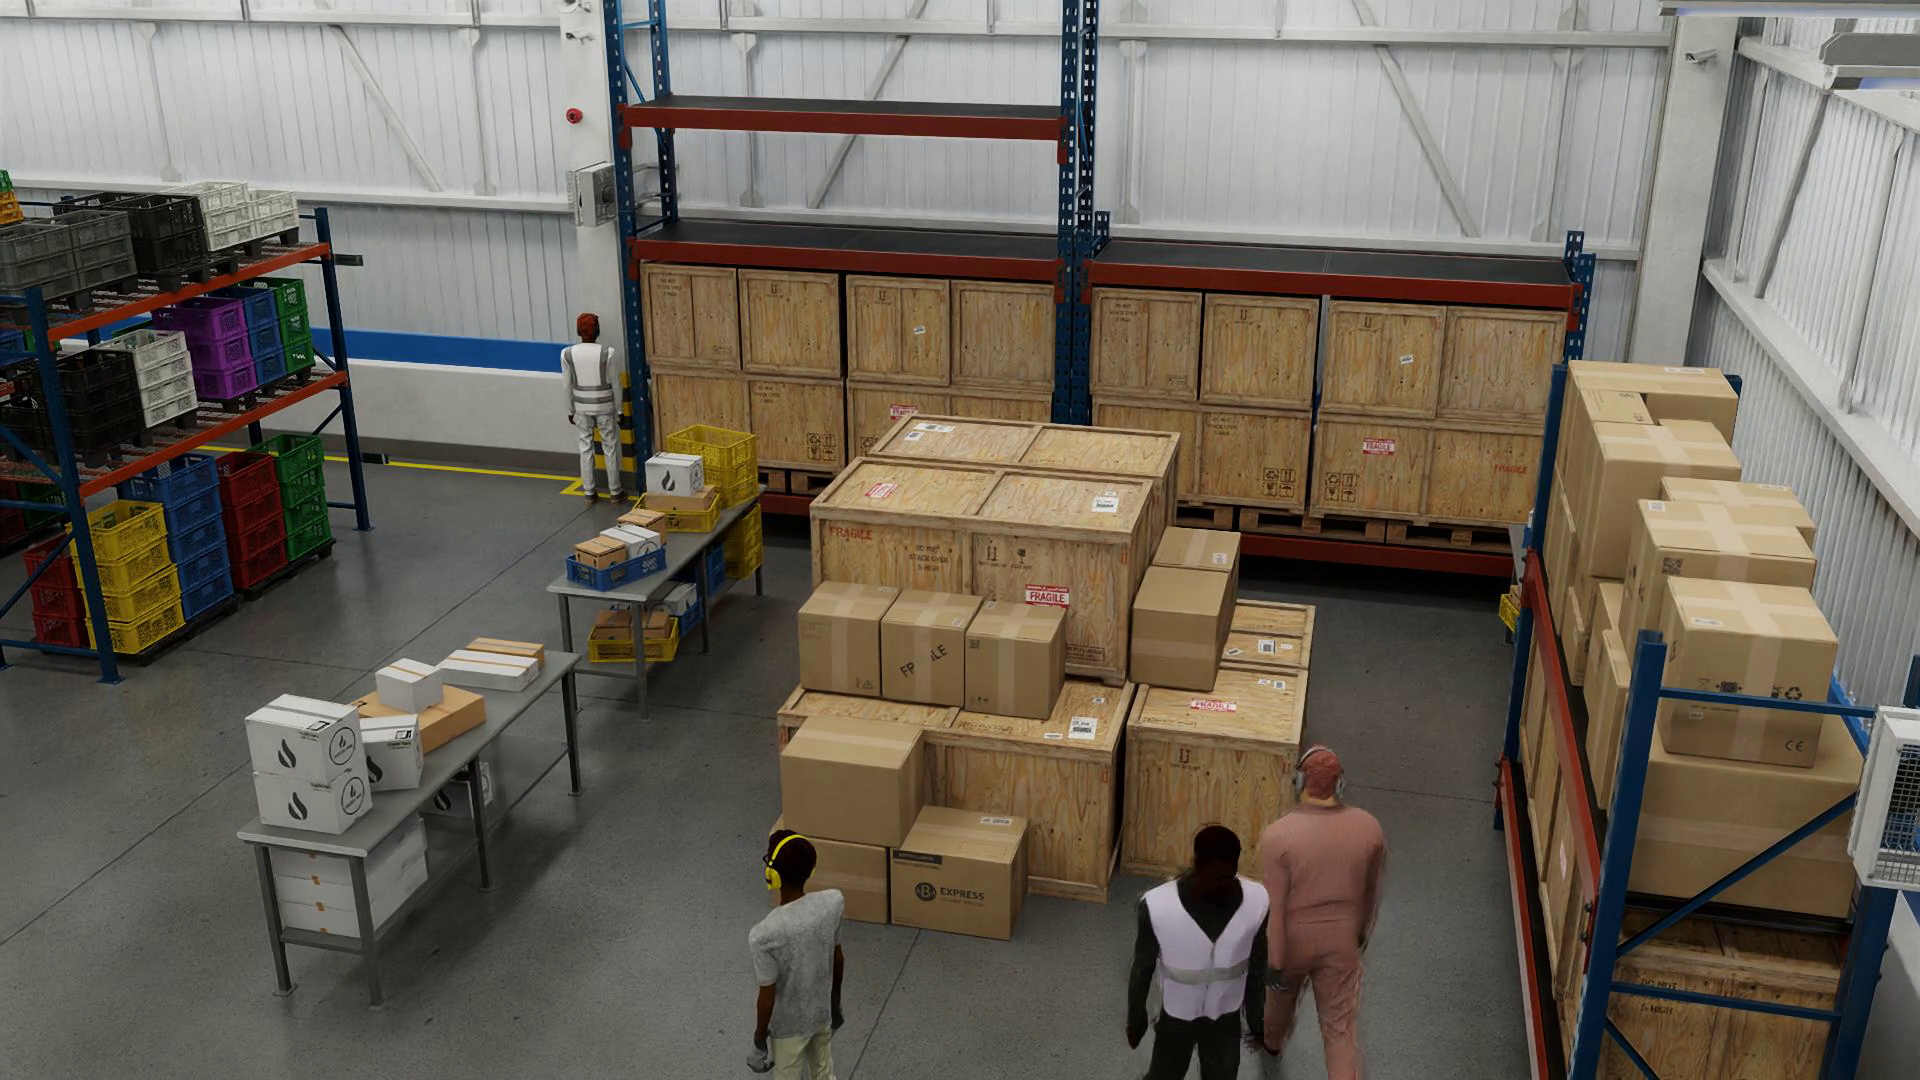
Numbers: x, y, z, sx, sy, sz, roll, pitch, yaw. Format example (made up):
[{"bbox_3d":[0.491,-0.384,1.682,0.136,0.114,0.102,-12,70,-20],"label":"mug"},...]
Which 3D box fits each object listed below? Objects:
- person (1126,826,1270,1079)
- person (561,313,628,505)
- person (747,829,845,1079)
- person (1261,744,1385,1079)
[{"bbox_3d":[1.043,2.064,7.356,0.615,1.893,0.698,-4,21,-10],"label":"person"},{"bbox_3d":[-3.522,-1.262,16.064,0.573,1.887,0.354,1,21,3],"label":"person"},{"bbox_3d":[-0.717,2.102,7.286,0.328,1.872,0.513,19,28,40],"label":"person"},{"bbox_3d":[1.709,1.892,7.917,0.646,1.826,1.077,-3,21,-9],"label":"person"}]
